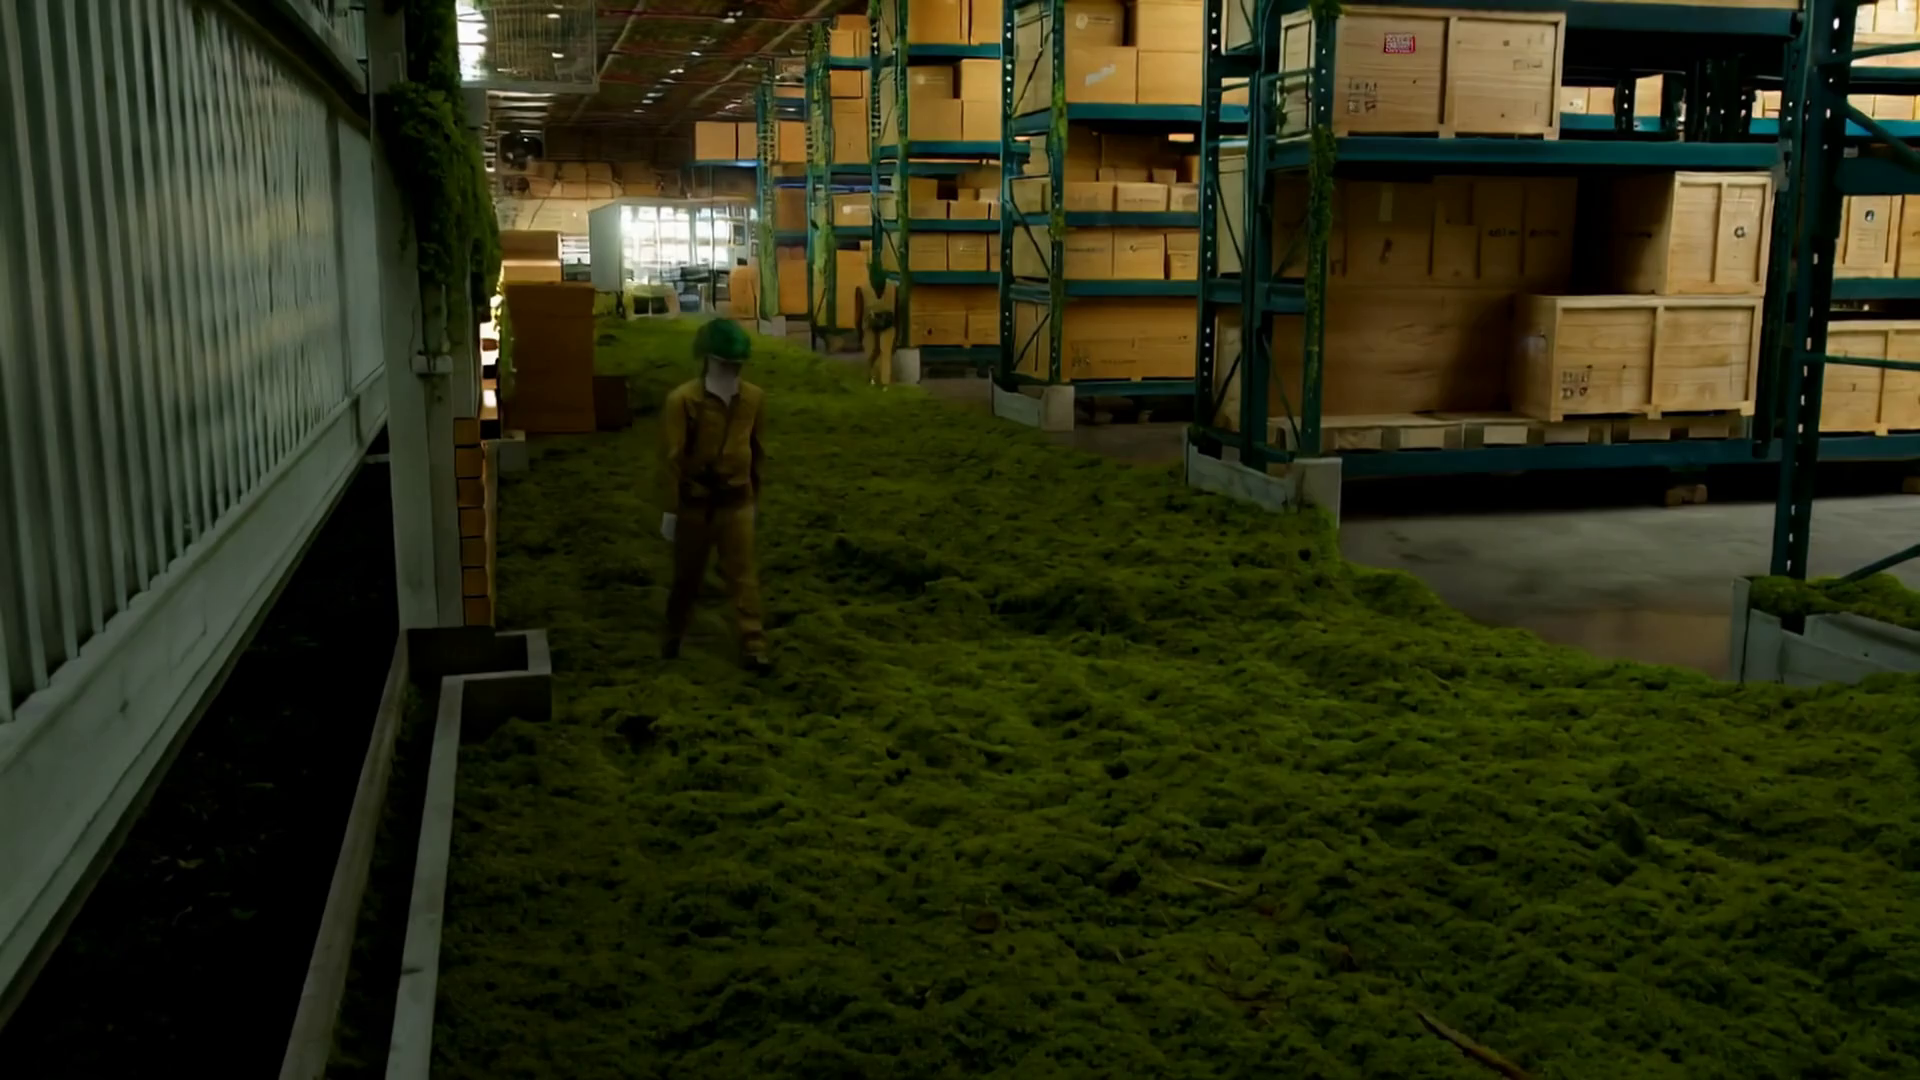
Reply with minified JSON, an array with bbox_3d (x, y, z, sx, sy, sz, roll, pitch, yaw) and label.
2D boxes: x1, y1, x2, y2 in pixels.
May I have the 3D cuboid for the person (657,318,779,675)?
[{"bbox_3d":[-1.206,-0.219,8.002,0.583,1.696,0.765,-6,12,-32],"label":"person"}]

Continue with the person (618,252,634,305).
[{"bbox_3d":[-11.545,-9.042,57.503,0.570,1.843,0.372,-7,12,-35],"label":"person"}]

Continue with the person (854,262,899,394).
[{"bbox_3d":[-1.159,-2.944,23.068,0.633,1.817,0.788,-2,10,-12],"label":"person"}]
